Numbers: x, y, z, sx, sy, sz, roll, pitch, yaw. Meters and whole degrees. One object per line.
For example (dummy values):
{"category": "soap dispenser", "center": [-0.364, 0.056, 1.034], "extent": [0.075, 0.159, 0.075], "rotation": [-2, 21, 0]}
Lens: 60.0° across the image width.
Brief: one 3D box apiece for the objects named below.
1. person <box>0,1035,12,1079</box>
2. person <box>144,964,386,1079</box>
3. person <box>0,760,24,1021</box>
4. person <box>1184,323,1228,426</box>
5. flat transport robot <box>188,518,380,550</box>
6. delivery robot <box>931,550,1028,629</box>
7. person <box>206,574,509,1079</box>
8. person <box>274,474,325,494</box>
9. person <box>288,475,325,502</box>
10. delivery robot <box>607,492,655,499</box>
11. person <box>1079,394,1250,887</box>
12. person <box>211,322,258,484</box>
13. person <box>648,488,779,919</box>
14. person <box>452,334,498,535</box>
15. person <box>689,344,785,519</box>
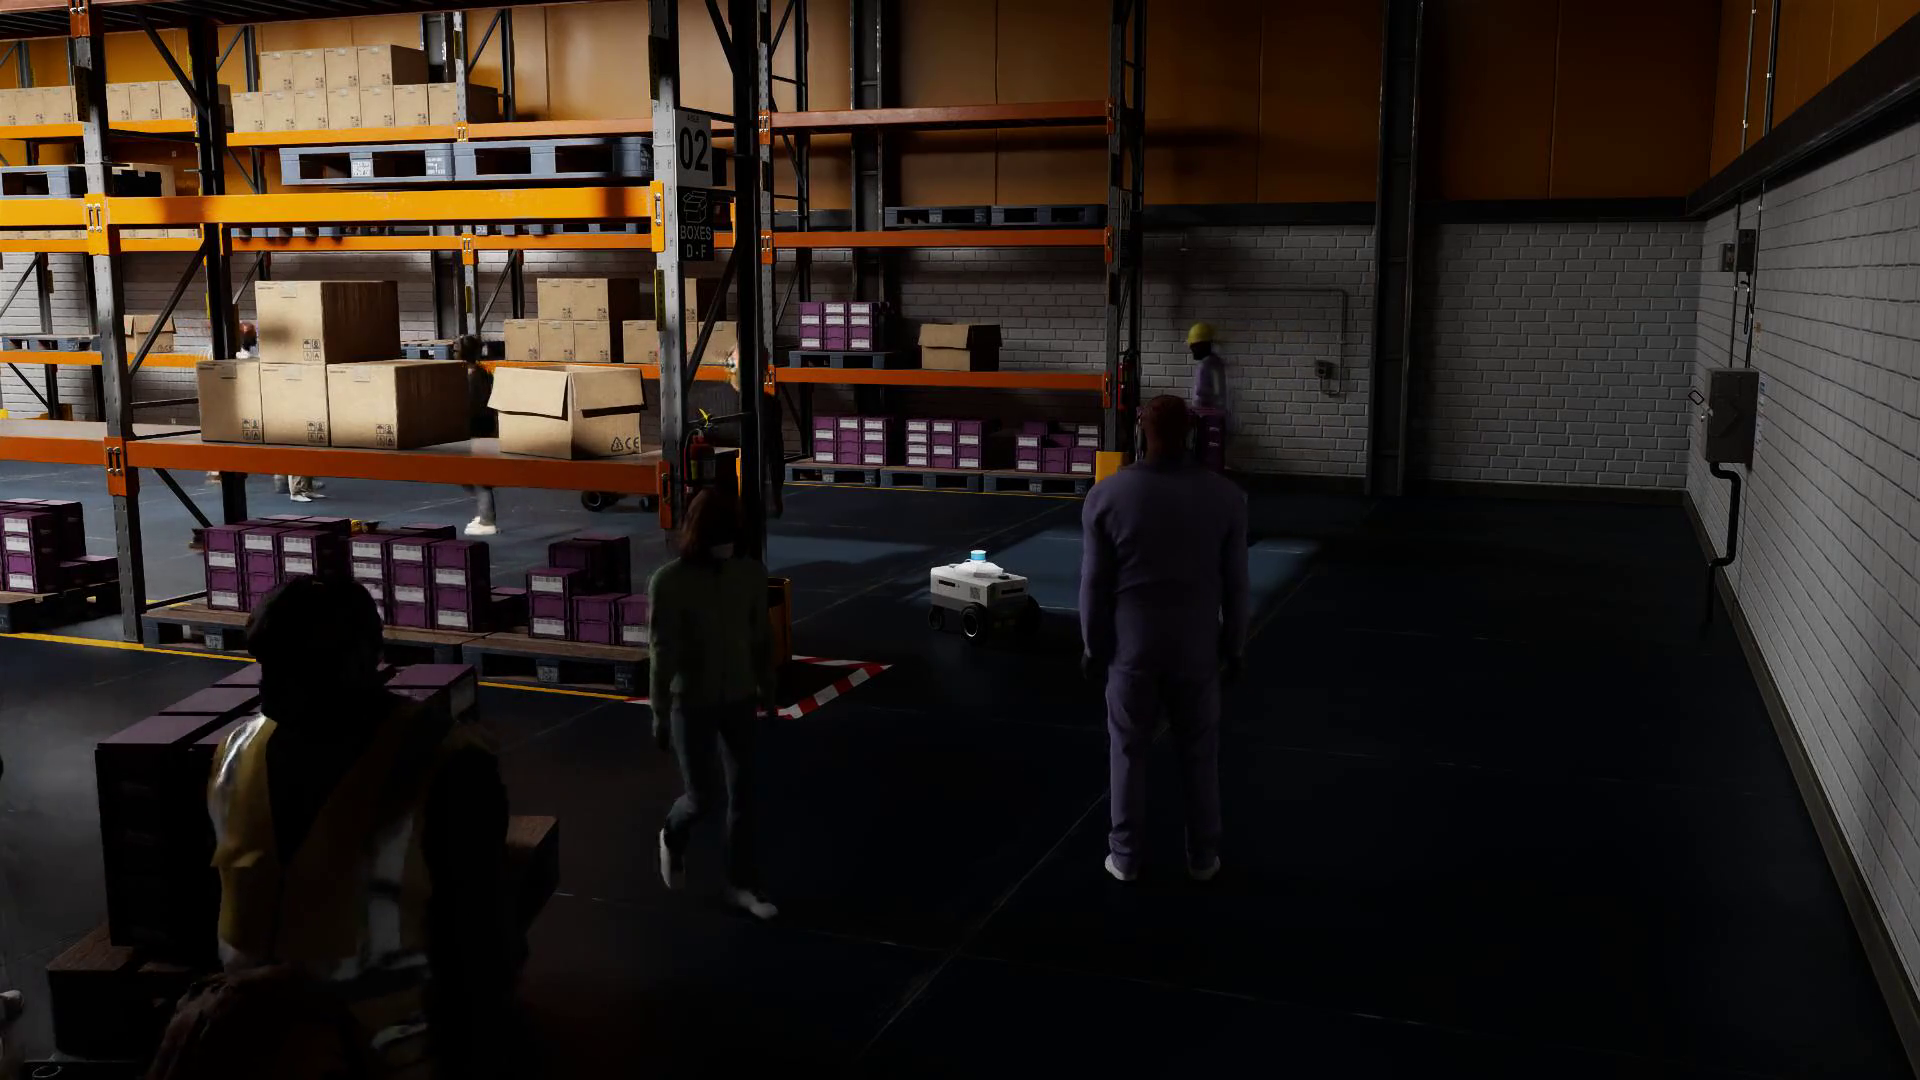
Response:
{"category": "person", "center": [-1.623, 1.058, 2.389], "extent": [0.495, 1.858, 0.595], "rotation": [-2, 9, -15]}
{"category": "person", "center": [-0.763, 1.255, 1.878], "extent": [0.417, 1.622, 0.498], "rotation": [5, 10, 29]}
{"category": "person", "center": [-3.239, 0.606, 5.054], "extent": [0.587, 1.914, 0.392], "rotation": [-1, 9, -9]}
{"category": "person", "center": [2.365, -1.125, 15.944], "extent": [0.477, 1.905, 0.587], "rotation": [3, 10, 21]}
{"category": "flat transport robot", "center": [-5.789, -0.050, 14.309], "extent": [1.431, 0.197, 0.652], "rotation": [1, 9, 5]}
{"category": "delivery robot", "center": [0.119, 0.311, 10.861], "extent": [0.477, 0.478, 0.707], "rotation": [-7, 11, -37]}
{"category": "person", "center": [-1.129, 0.946, 3.222], "extent": [0.629, 1.820, 0.771], "rotation": [3, 9, 16]}
{"category": "person", "center": [-7.265, -1.465, 18.019], "extent": [0.499, 1.924, 0.611], "rotation": [-1, 9, -5]}
{"category": "person", "center": [-6.866, -1.218, 17.364], "extent": [0.315, 1.638, 0.515], "rotation": [1, 9, 7]}
{"category": "delivery robot", "center": [-3.385, -0.620, 16.706], "extent": [0.707, 0.478, 0.477], "rotation": [1, 9, 5]}
{"category": "person", "center": [0.783, 0.391, 6.432], "extent": [0.652, 1.904, 0.403], "rotation": [0, 9, 2]}
{"category": "person", "center": [-8.040, -1.542, 18.834], "extent": [1.009, 1.826, 0.589], "rotation": [-3, 10, -19]}
{"category": "person", "center": [-0.922, 0.595, 6.048], "extent": [0.559, 1.607, 0.481], "rotation": [-7, 12, -39]}
{"category": "person", "center": [-4.409, -0.943, 15.043], "extent": [0.441, 1.826, 0.529], "rotation": [-2, 9, -11]}
{"category": "person", "center": [-1.516, -0.348, 10.944], "extent": [0.721, 1.947, 0.588], "rotation": [-3, 9, -16]}
